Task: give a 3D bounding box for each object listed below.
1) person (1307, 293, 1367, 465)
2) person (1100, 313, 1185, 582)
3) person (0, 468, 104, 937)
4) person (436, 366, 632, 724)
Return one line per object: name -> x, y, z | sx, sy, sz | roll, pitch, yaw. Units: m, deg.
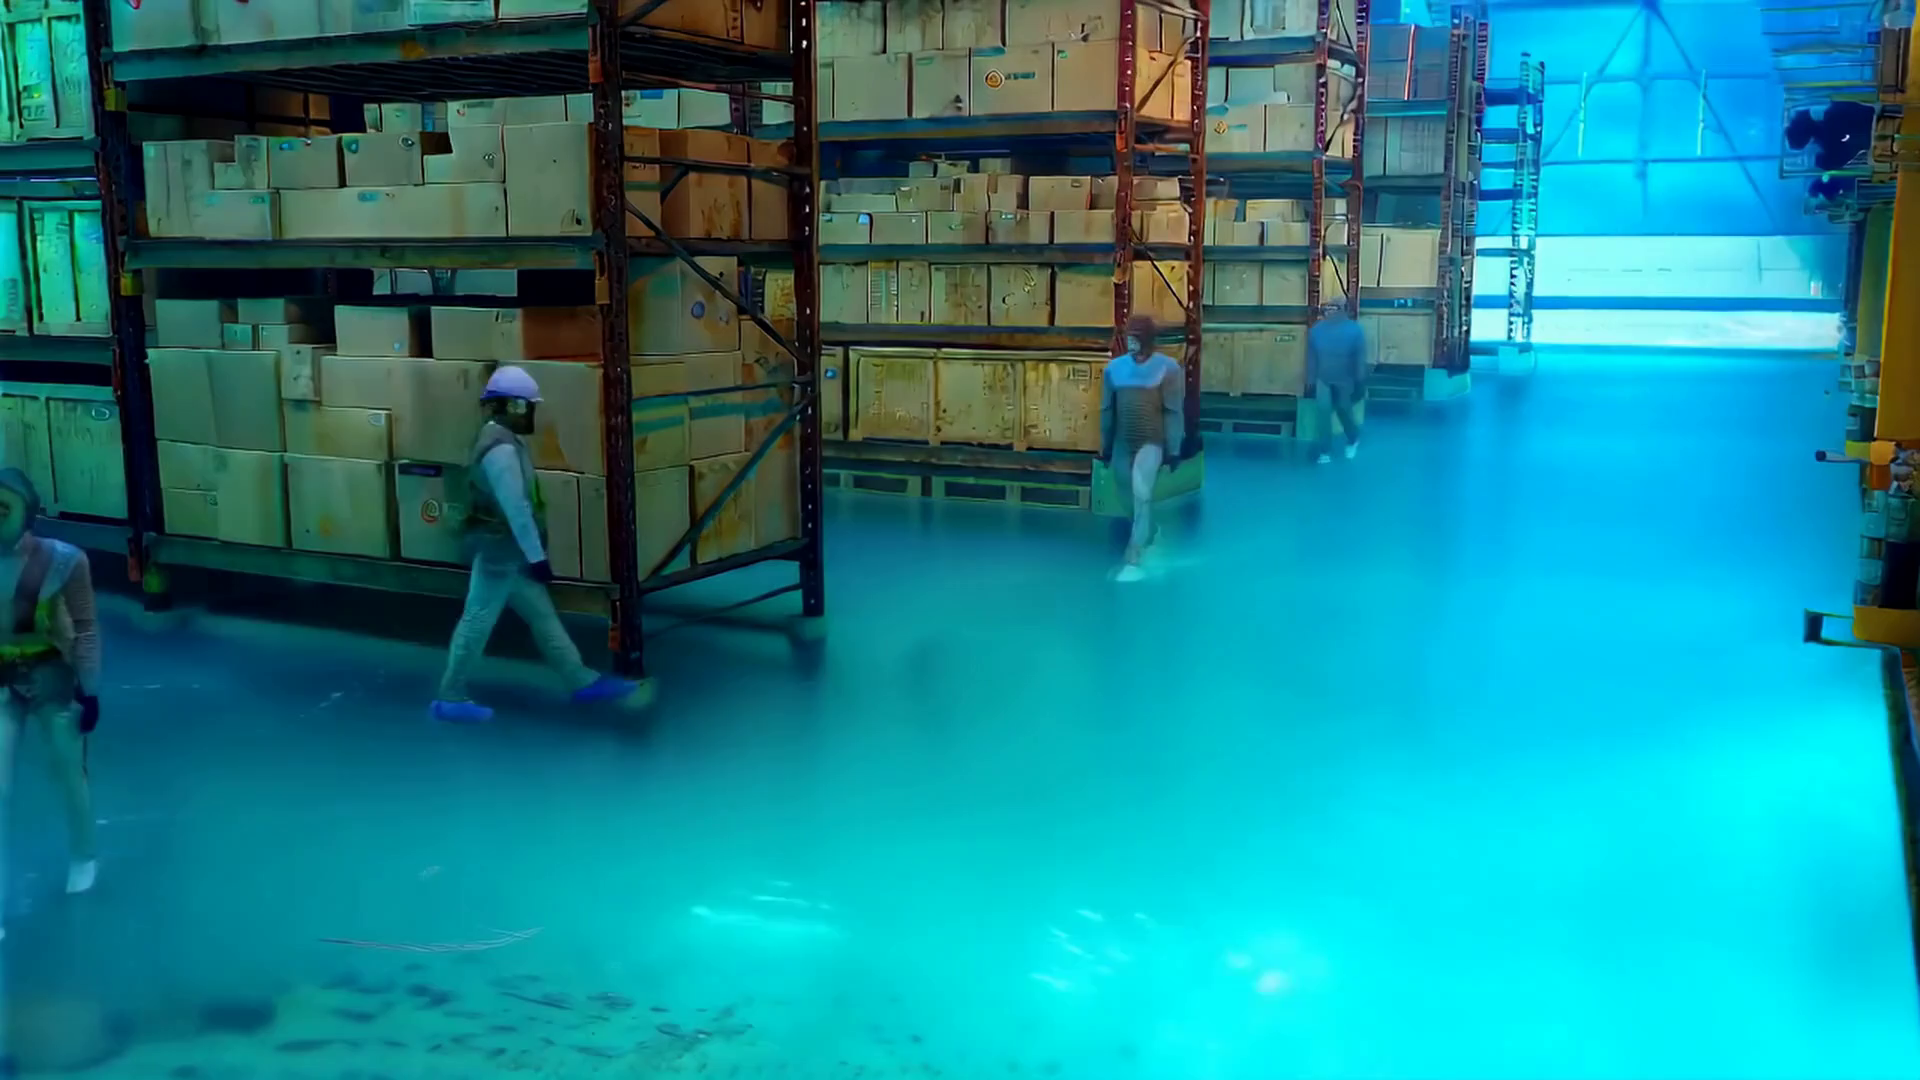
person -> 4.151, -1.773, 18.371 | 0.644, 1.897, 0.487 | 6, 12, 32
person -> 1.336, -0.689, 12.059 | 0.637, 1.916, 0.849 | 6, 11, 31
person -> -3.251, 0.554, 5.759 | 0.539, 1.593, 0.871 | -2, 10, -13
person -> -2.181, 0.031, 8.278 | 0.978, 1.761, 0.616 | -2, 10, -10
